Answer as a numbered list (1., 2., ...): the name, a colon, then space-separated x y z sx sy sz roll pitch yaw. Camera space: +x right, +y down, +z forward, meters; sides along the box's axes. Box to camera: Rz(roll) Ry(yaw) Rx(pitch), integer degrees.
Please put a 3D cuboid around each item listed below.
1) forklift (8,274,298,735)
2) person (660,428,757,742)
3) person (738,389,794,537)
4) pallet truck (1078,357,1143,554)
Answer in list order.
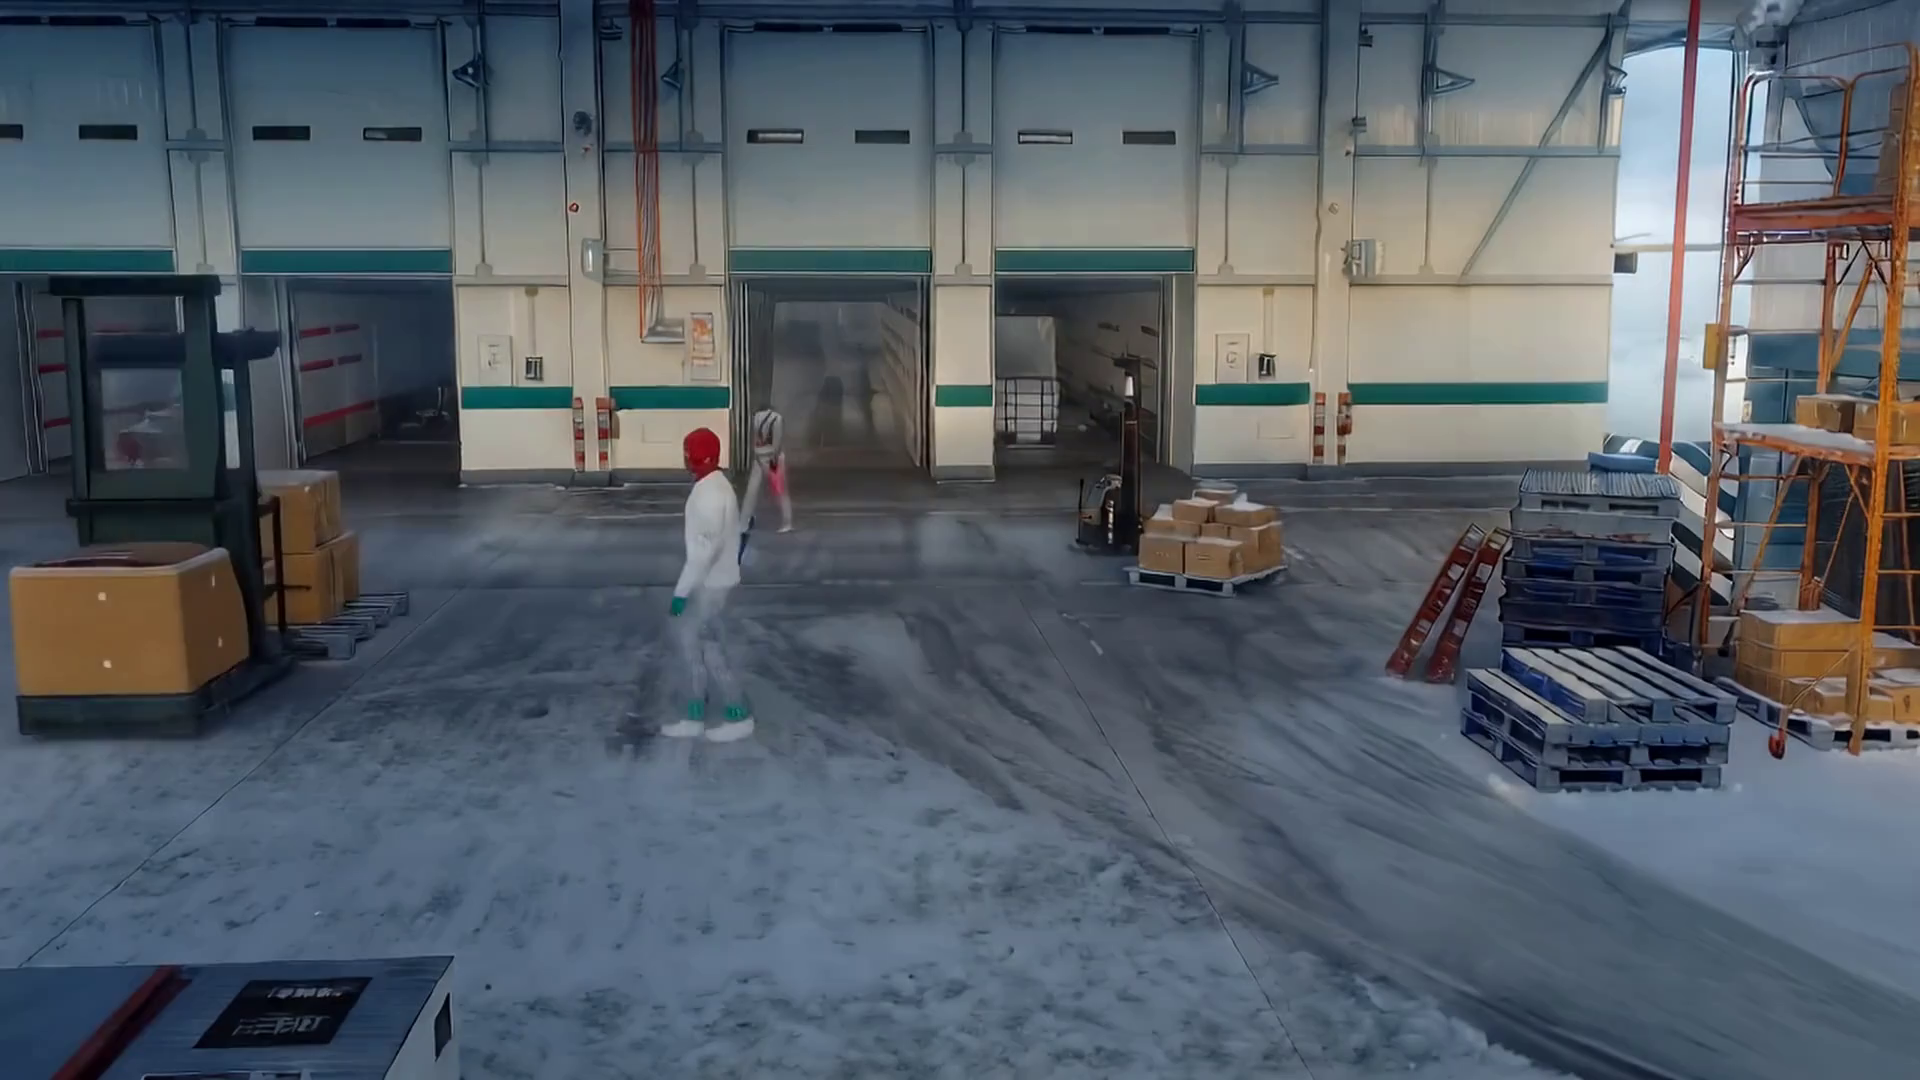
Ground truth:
1. forklift: -5.210 -0.310 10.694 1.129 2.768 1.873 -1 9 -4
2. person: -1.528 0.281 10.039 0.522 1.920 0.651 -2 9 -11
3. person: -2.107 -0.830 17.975 0.529 1.590 0.864 7 11 37
4. pallet truck: 2.088 -0.836 16.757 1.885 1.965 0.823 2 9 13
